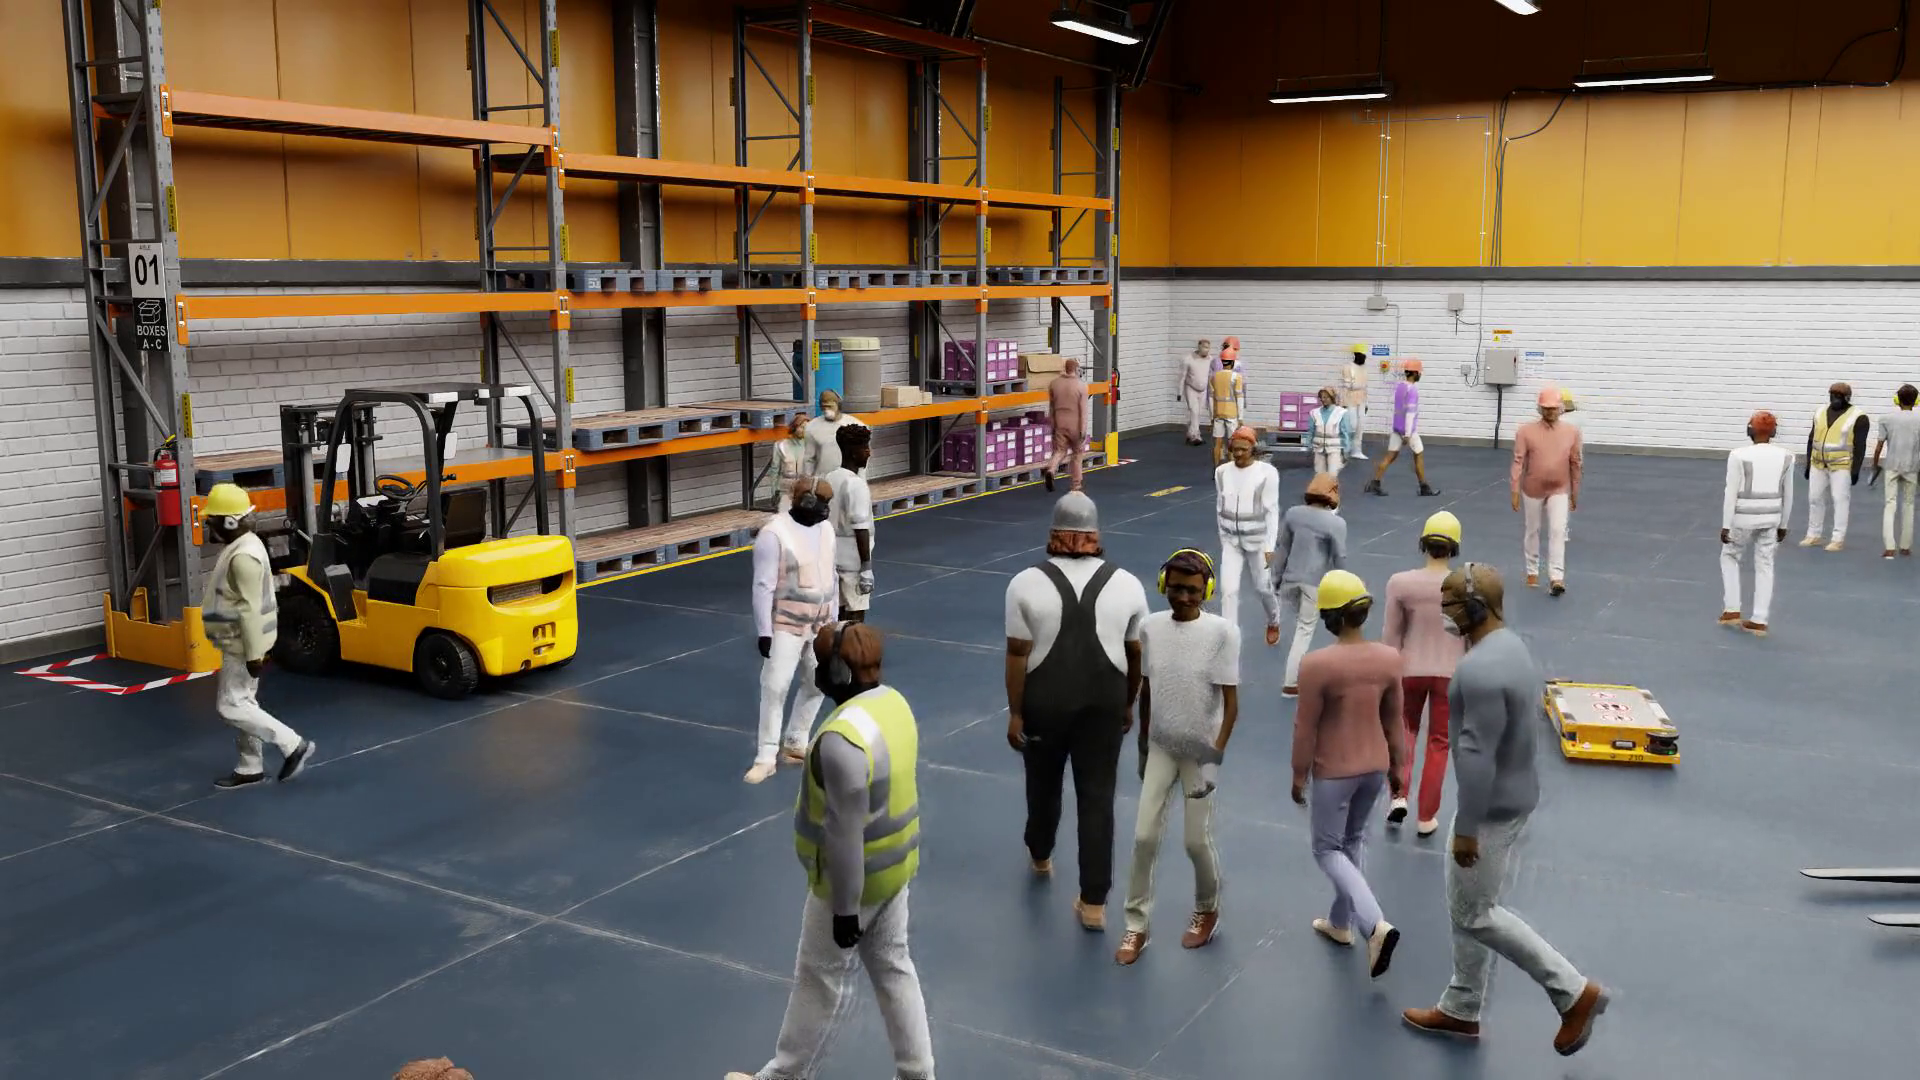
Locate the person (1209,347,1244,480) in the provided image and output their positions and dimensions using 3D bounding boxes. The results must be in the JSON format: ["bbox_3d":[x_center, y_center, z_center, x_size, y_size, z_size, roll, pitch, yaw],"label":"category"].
[{"bbox_3d":[3.875,-1.819,24.146,0.543,1.940,0.361,7,11,36],"label":"person"}]

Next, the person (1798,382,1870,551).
[{"bbox_3d":[9.514,-0.804,18.124,0.429,1.843,0.632,-5,11,-31],"label":"person"}]

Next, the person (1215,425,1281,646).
[{"bbox_3d":[2.298,-0.001,13.111,0.582,1.849,0.925,6,11,34],"label":"person"}]

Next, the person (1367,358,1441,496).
[{"bbox_3d":[5.988,-1.506,22.392,1.013,1.894,0.563,-2,9,-12],"label":"person"}]

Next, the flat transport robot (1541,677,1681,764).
[{"bbox_3d":[4.194,1.153,10.786,0.652,0.197,1.431,2,9,13],"label":"flat transport robot"}]

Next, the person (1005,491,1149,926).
[{"bbox_3d":[0.547,0.729,7.925,0.692,2.000,1.034,-1,9,-4],"label":"person"}]

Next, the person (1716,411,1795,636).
[{"bbox_3d":[6.655,-0.156,13.971,0.611,1.862,0.646,0,9,-1],"label":"person"}]

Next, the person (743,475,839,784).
[{"bbox_3d":[-1.021,0.526,9.967,0.813,1.806,0.429,-9,13,-44],"label":"person"}]

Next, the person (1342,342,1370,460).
[{"bbox_3d":[6.385,-2.259,26.965,0.595,1.909,0.523,-6,11,-34],"label":"person"}]

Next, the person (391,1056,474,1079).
[{"bbox_3d":[-0.996,1.734,3.024,0.499,1.603,0.761,2,9,10],"label":"person"}]

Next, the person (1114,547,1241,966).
[{"bbox_3d":[0.980,0.936,7.274,0.516,1.843,0.651,5,10,30],"label":"person"}]

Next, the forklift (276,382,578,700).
[{"bbox_3d":[-3.974,-0.067,12.417,2.313,2.155,1.214,5,11,30],"label":"forklift"}]

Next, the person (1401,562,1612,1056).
[{"bbox_3d":[2.118,1.048,6.367,0.702,1.907,0.683,4,10,25],"label":"person"}]

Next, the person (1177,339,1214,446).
[{"bbox_3d":[4.175,-2.579,29.157,0.668,1.859,0.936,-4,10,-23],"label":"person"}]

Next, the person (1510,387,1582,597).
[{"bbox_3d":[5.506,-0.457,15.634,0.647,1.937,1.019,2,9,13],"label":"person"}]

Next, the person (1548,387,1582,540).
[{"bbox_3d":[6.775,-0.868,18.851,0.504,1.724,0.527,-4,10,-25],"label":"person"}]

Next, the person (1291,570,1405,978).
[{"bbox_3d":[1.715,0.998,7.184,0.530,1.732,0.697,-4,10,-22],"label":"person"}]

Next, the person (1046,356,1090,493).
[{"bbox_3d":[1.457,-1.545,22.584,0.640,1.893,0.693,6,11,32],"label":"person"}]

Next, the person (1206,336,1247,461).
[{"bbox_3d":[4.341,-2.285,26.878,0.624,1.988,0.939,6,11,34],"label":"person"}]

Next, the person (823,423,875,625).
[{"bbox_3d":[-0.781,0.147,11.787,0.362,1.963,0.614,-5,11,-30],"label":"person"}]

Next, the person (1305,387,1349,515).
[{"bbox_3d":[4.507,-1.074,20.477,0.538,1.623,0.385,6,11,35],"label":"person"}]

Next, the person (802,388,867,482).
[{"bbox_3d":[-1.212,-0.545,16.293,0.649,1.910,0.642,1,9,6],"label":"person"}]

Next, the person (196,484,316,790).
[{"bbox_3d":[-4.107,0.571,9.620,0.498,1.818,0.597,-4,10,-22],"label":"person"}]

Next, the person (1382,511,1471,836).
[{"bbox_3d":[2.531,0.718,8.906,0.521,1.752,0.373,4,10,24],"label":"person"}]

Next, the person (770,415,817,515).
[{"bbox_3d":[-1.598,-0.415,16.379,0.543,1.608,0.635,-1,9,-4],"label":"person"}]

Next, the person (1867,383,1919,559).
[{"bbox_3d":[9.948,-0.730,17.627,0.559,1.869,0.487,5,10,28],"label":"person"}]

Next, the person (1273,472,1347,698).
[{"bbox_3d":[2.511,0.316,11.833,0.577,1.599,0.525,-8,12,-41],"label":"person"}]

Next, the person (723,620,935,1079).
[{"bbox_3d":[-0.429,1.170,5.893,0.789,1.807,0.652,3,10,19],"label":"person"}]
